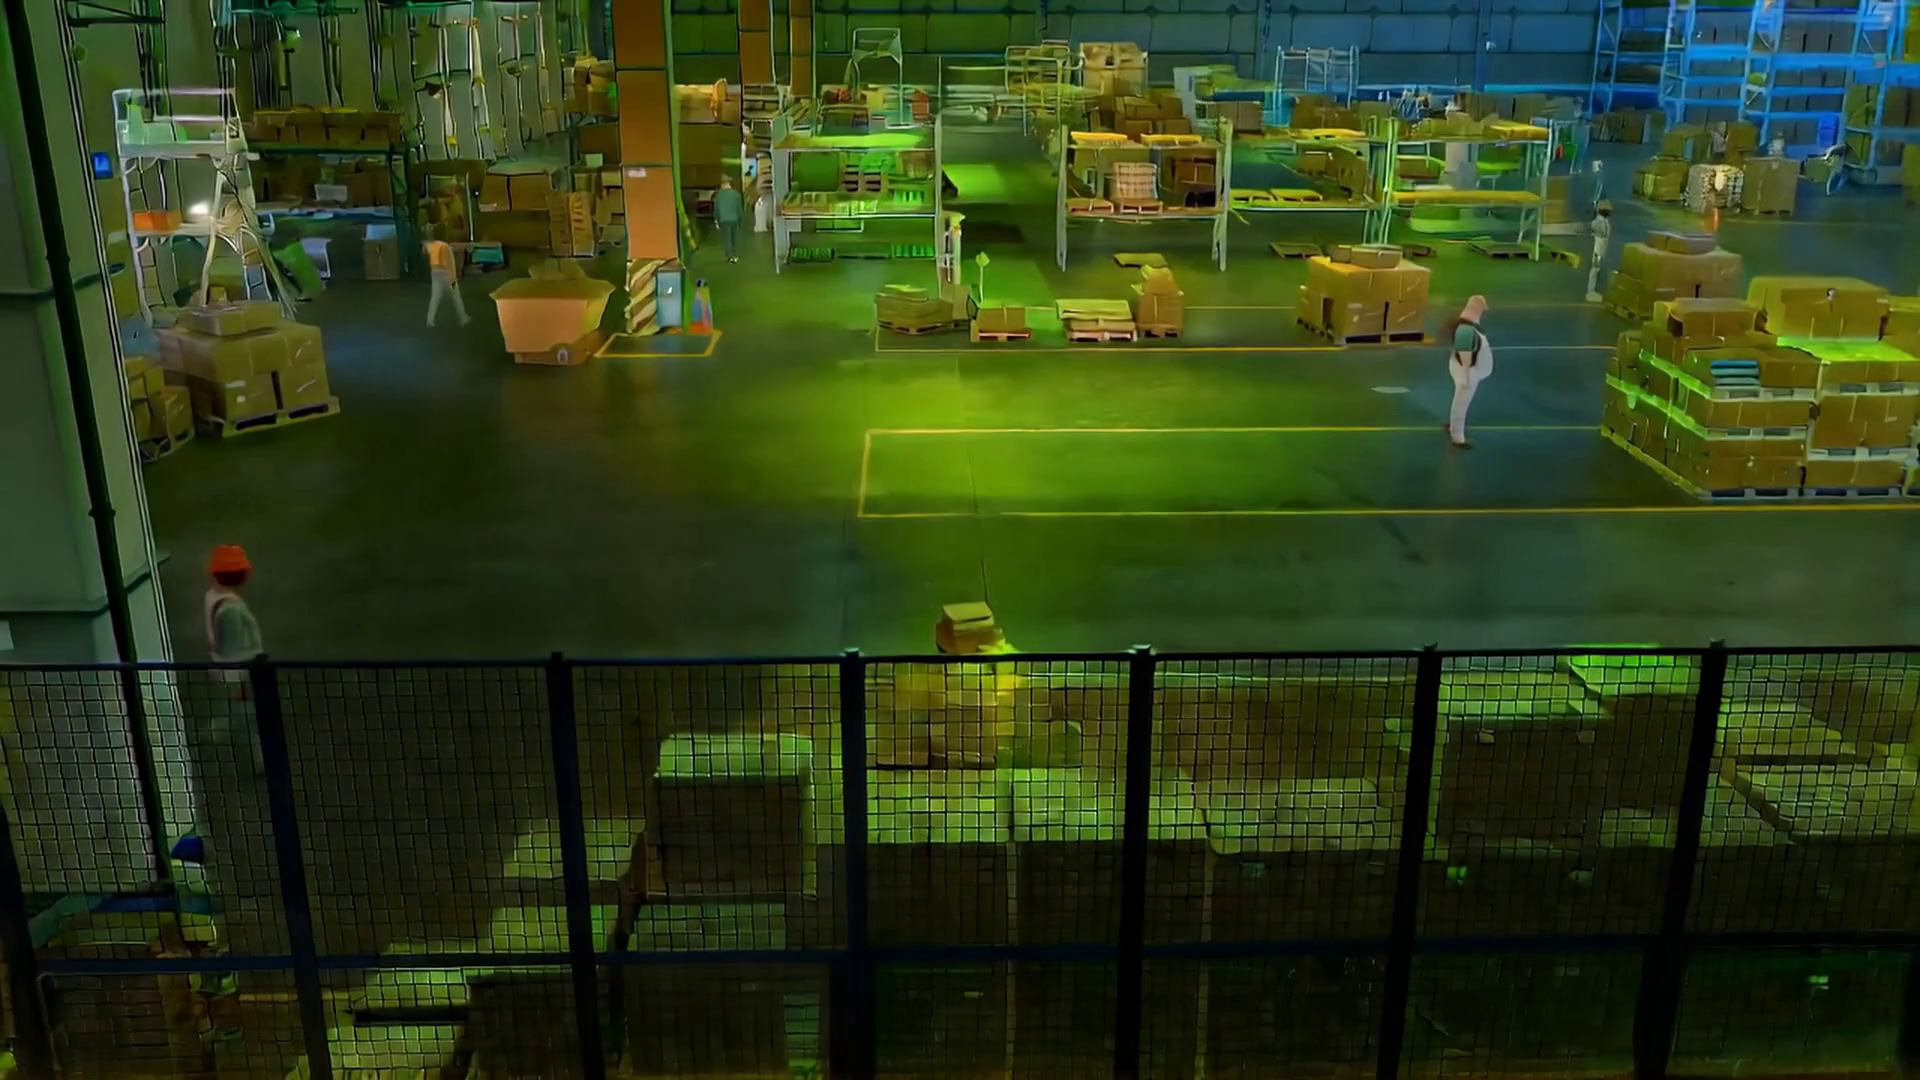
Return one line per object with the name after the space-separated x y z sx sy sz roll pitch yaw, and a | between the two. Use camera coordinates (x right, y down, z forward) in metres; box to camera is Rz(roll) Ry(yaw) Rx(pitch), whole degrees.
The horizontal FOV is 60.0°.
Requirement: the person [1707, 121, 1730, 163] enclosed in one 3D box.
22.579 -11.467 49.401 0.594 1.895 0.667 -4 19 -13 | person

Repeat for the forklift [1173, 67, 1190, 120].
8.060 -15.894 61.021 1.873 2.768 1.129 -4 19 -11 | forklift

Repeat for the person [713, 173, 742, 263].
-5.057 -7.011 36.189 0.609 1.889 0.848 -4 19 -11 | person

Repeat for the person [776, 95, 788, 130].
-6.875 -16.397 64.377 0.547 1.664 0.727 -2 19 -6 | person

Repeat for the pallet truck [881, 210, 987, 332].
-0.493 -4.759 29.349 1.885 1.965 0.823 -13 23 -34 | pallet truck

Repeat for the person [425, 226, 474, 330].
-9.077 -4.599 29.189 0.639 1.801 0.944 12 22 31 | person

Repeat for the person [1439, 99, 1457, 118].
17.036 -14.453 58.225 0.644 1.924 0.663 -4 19 -12 | person

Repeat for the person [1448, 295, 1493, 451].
6.658 -2.196 21.680 0.536 2.000 0.688 5 19 14 | person

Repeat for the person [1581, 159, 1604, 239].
15.015 -8.059 39.347 0.334 1.865 0.517 1 19 2 | person

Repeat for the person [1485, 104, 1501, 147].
17.652 -13.498 55.296 0.629 1.980 0.617 -6 20 -17 | person

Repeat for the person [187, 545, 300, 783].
-5.493 0.964 12.482 0.722 1.928 0.613 -10 21 -28 | person

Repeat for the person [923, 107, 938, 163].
-0.940 -13.210 54.513 0.629 1.939 0.372 -9 21 -26 | person

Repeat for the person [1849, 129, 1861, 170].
29.155 -12.926 53.818 0.633 1.842 0.429 -3 19 -10 | person

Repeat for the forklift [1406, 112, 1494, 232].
12.031 -8.987 40.531 1.873 2.768 1.129 -1 19 -2 | forklift

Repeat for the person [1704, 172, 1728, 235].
16.226 -6.923 35.822 0.362 1.960 0.612 4 19 10 | person

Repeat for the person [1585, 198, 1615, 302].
12.209 -5.534 31.735 0.354 1.942 0.545 11 22 30 | person

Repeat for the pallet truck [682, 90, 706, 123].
-9.671 -15.907 62.421 0.823 1.965 1.885 5 19 15 | pallet truck

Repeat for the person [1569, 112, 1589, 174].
19.538 -12.525 52.479 0.372 1.940 0.630 -13 23 -35 | person

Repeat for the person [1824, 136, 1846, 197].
24.864 -10.611 47.172 0.316 1.695 0.542 -5 19 -15 | person

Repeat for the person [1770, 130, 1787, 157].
24.473 -11.465 49.822 0.332 1.637 0.546 -5 19 -15 | person

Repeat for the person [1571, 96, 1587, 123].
22.448 -15.180 60.433 0.561 1.895 0.978 -1 19 -4 | person

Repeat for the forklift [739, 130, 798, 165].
-6.389 -13.889 55.073 1.873 2.768 1.129 -1 19 -1 | forklift

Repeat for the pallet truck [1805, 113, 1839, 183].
26.403 -11.957 50.702 0.823 1.965 1.885 6 19 16 | pallet truck
